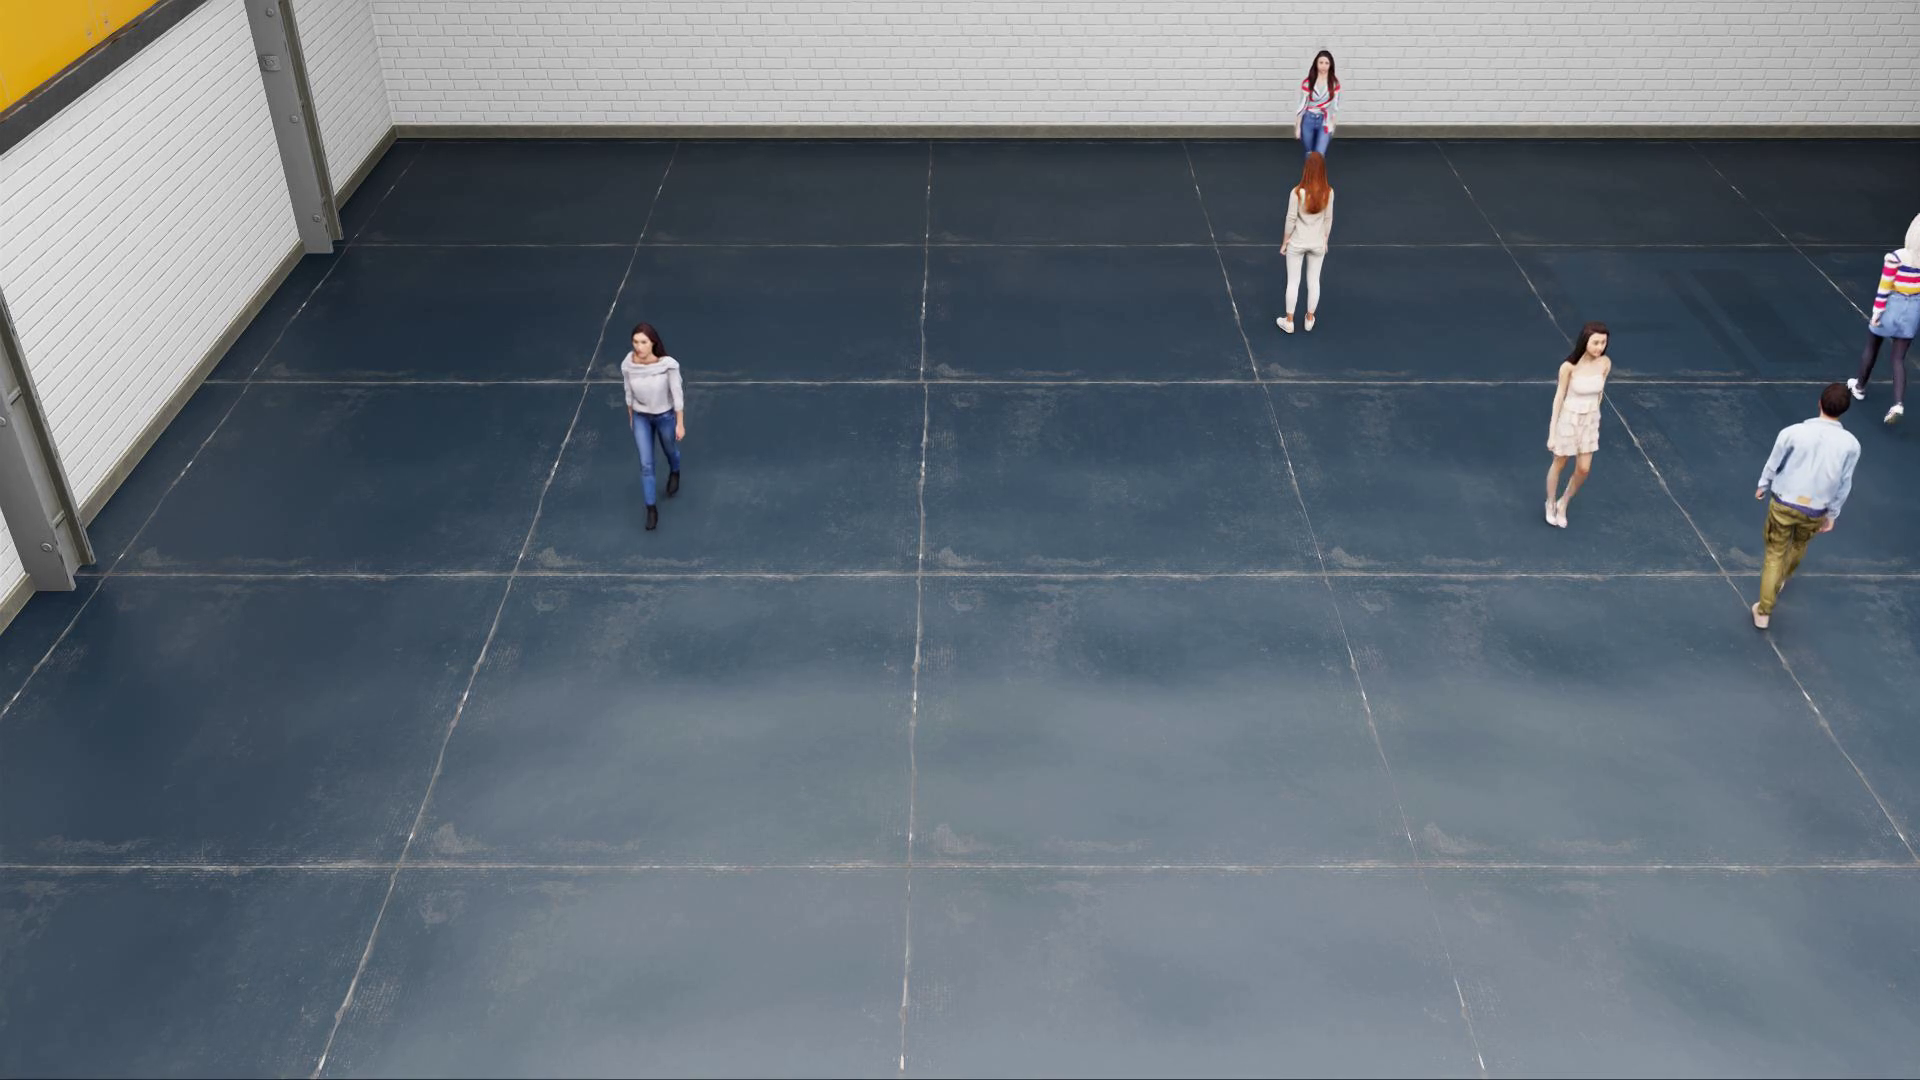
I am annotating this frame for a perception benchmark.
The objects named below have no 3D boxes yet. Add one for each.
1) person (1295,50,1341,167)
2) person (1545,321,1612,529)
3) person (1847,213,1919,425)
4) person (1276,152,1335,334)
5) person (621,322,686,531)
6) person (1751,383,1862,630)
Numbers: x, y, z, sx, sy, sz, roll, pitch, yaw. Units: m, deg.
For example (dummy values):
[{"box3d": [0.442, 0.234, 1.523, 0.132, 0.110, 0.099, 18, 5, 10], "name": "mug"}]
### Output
[{"box3d": [3.852, -4.505, 18.014, 0.775, 1.570, 1.147, 7, 34, 11], "name": "person"}, {"box3d": [4.538, -0.873, 12.413, 0.611, 1.721, 0.620, -3, 34, -5], "name": "person"}, {"box3d": [7.831, -1.831, 13.801, 0.771, 1.782, 1.153, 5, 34, 7], "name": "person"}, {"box3d": [3.168, -2.708, 15.182, 0.608, 1.713, 0.565, -2, 34, -4], "name": "person"}, {"box3d": [-2.289, -0.940, 12.635, 0.631, 1.587, 1.033, 2, 34, 3], "name": "person"}, {"box3d": [5.709, -0.186, 11.327, 0.874, 1.781, 1.114, 9, 35, 14], "name": "person"}]
